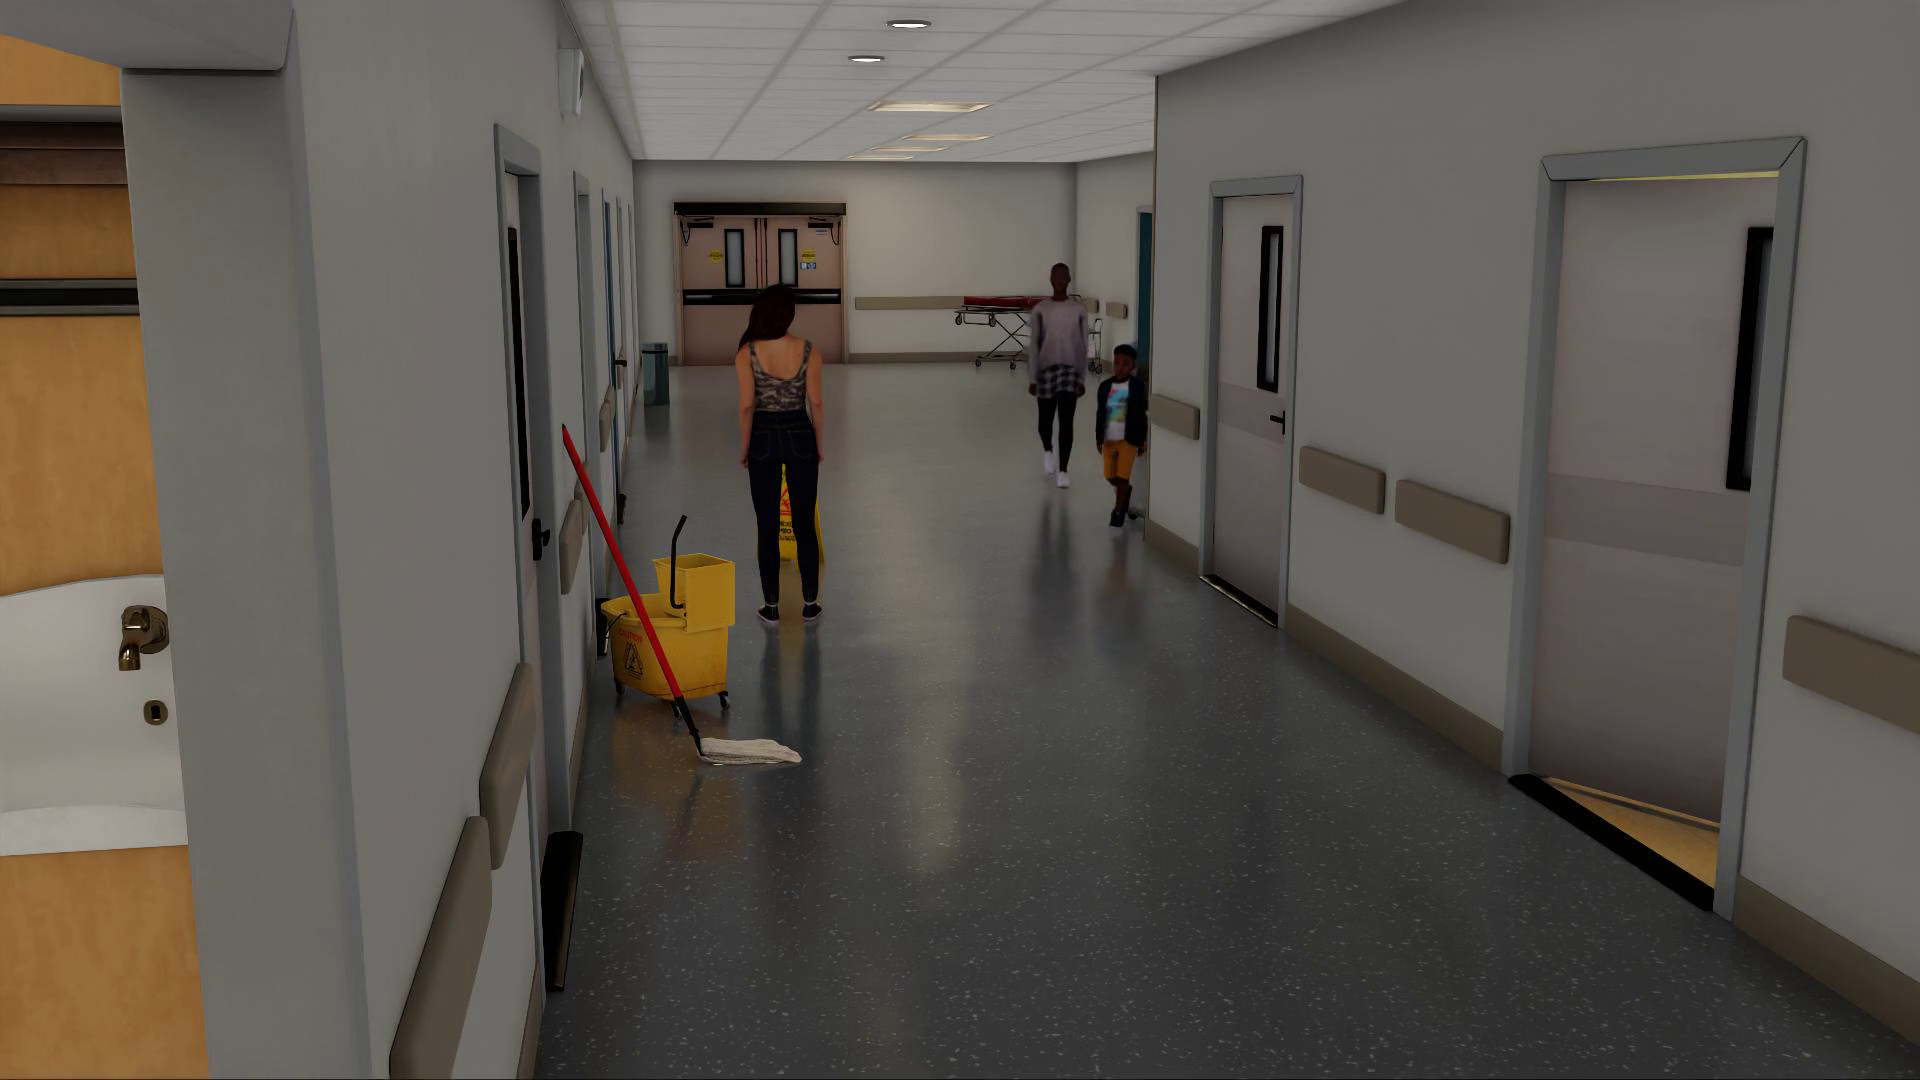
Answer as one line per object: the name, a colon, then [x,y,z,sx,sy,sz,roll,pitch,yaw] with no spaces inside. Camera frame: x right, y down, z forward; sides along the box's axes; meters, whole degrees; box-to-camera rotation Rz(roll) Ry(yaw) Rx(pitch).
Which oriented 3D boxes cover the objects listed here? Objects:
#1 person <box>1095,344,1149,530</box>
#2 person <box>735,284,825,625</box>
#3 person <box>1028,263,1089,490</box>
person: [1.131,-0.722,11.518,0.737,1.254,0.871,4,11,20]
person: [-0.932,-0.456,8.734,0.598,1.769,0.532,-2,11,-10]
person: [0.778,-1.305,13.266,0.777,1.746,1.179,0,11,1]
